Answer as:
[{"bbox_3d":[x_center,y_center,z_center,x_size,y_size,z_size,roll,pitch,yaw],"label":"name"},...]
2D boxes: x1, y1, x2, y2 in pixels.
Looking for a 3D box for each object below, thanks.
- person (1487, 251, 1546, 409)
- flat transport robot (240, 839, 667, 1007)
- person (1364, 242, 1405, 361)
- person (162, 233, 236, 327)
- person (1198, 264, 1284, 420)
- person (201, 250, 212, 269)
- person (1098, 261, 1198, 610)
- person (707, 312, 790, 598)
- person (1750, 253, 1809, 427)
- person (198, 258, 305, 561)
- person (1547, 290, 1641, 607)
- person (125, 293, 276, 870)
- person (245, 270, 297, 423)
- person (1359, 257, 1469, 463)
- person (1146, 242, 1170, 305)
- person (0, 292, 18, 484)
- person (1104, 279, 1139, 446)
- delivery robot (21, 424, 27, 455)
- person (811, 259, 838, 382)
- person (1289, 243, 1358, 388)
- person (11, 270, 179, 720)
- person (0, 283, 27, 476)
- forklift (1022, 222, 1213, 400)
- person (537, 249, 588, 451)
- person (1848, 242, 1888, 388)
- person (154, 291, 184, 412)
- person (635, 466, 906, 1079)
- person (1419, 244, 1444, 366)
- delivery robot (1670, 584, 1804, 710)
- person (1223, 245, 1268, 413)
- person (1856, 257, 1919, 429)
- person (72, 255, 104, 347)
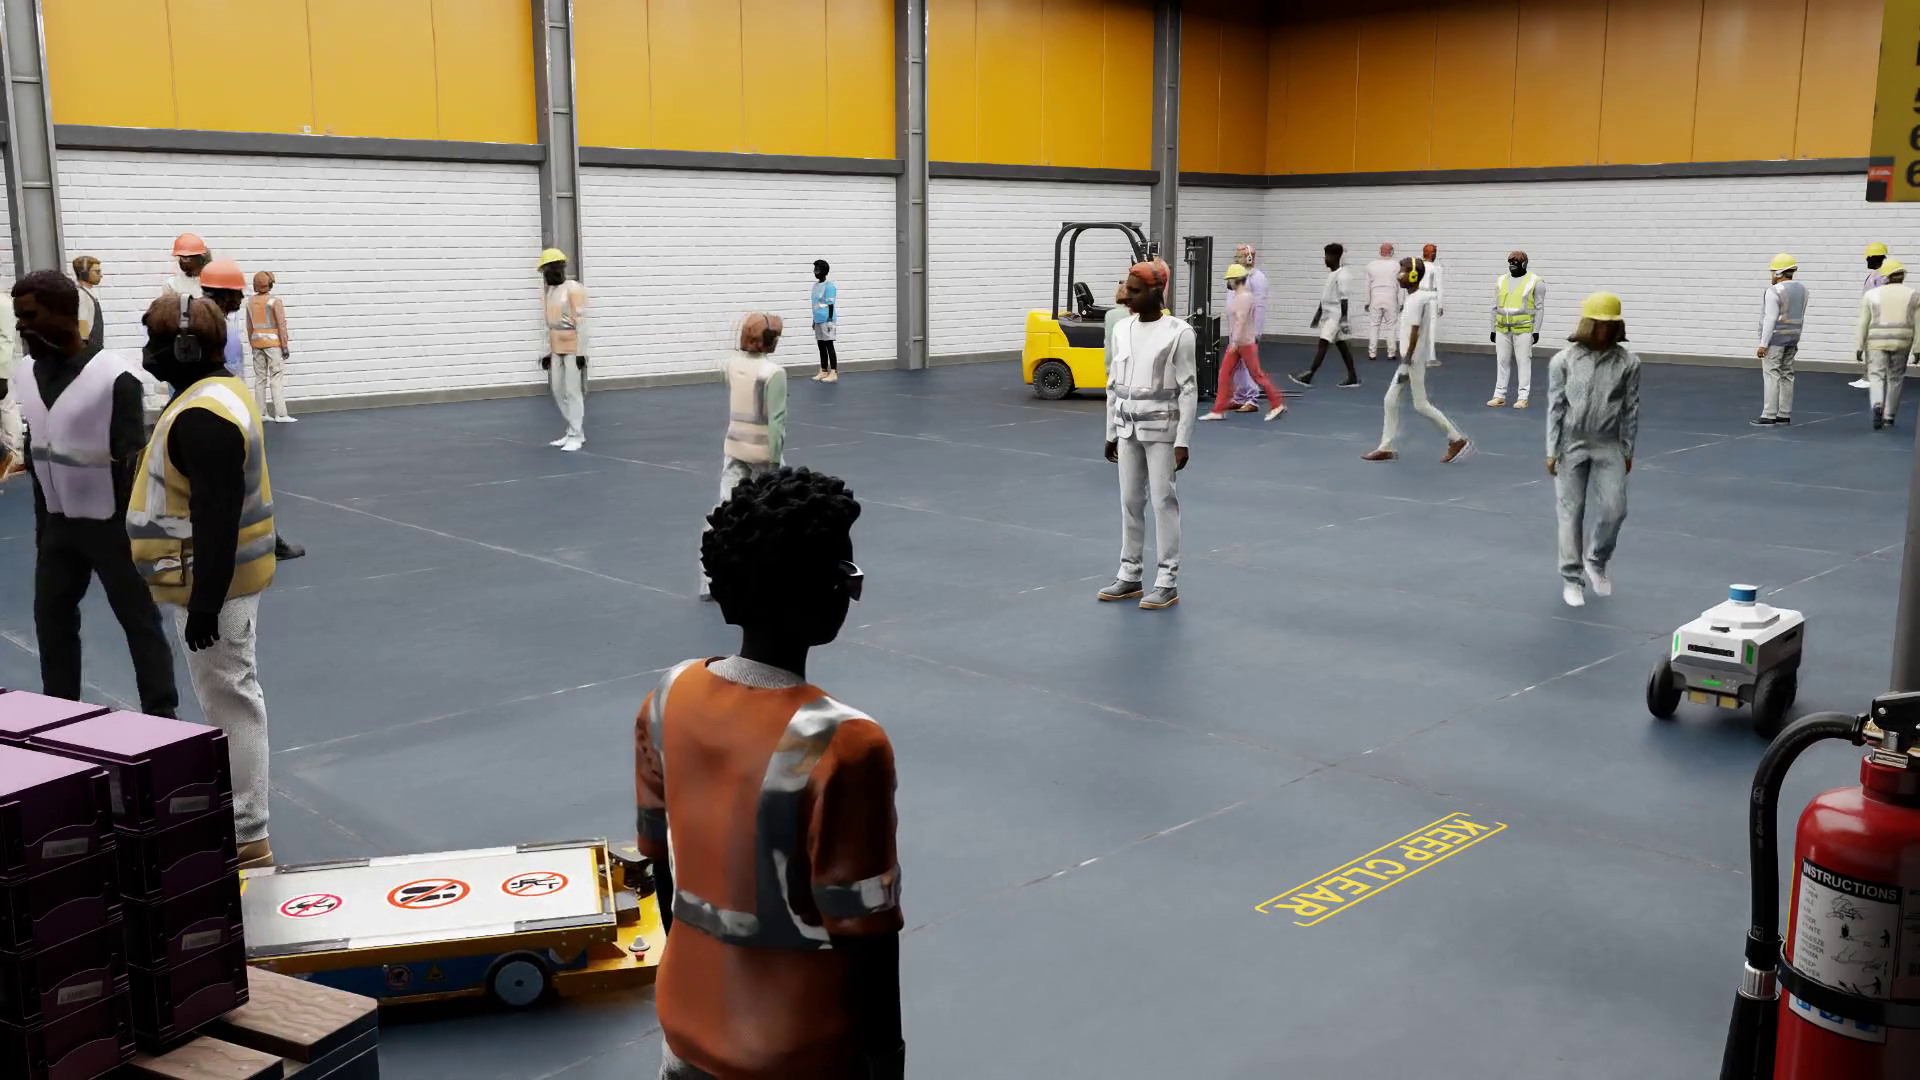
[{"bbox_3d":[6.513,-2.465,19.531,0.634,1.841,0.429,10,15,44],"label":"person"},{"bbox_3d":[-1.536,1.068,4.551,1.431,0.197,0.652,-3,11,-14],"label":"flat transport robot"},{"bbox_3d":[6.886,-3.862,26.969,0.651,1.906,0.403,5,11,24],"label":"person"},{"bbox_3d":[-6.754,-1.692,14.771,0.611,2.040,0.392,0,10,-3],"label":"person"},{"bbox_3d":[3.120,-2.151,18.166,0.934,1.717,0.529,-2,11,-11],"label":"person"},{"bbox_3d":[-7.123,-1.825,15.810,0.614,1.926,0.653,2,11,10],"label":"person"},{"bbox_3d":[1.019,-0.564,9.065,0.340,1.876,0.585,-9,14,-42],"label":"person"},{"bbox_3d":[-1.117,-0.479,9.372,0.524,1.586,0.860,9,14,41],"label":"person"},{"bbox_3d":[8.666,-2.109,17.618,0.602,1.827,0.404,-6,12,-28],"label":"person"},{"bbox_3d":[-4.537,-0.744,10.026,0.546,1.896,0.991,8,13,36],"label":"person"},{"bbox_3d":[3.444,-0.489,9.075,0.483,1.732,0.350,2,11,11],"label":"person"},{"bbox_3d":[-2.404,0.143,5.308,0.429,1.844,0.626,-4,11,-23],"label":"person"},{"bbox_3d":[-7.457,-2.075,17.941,0.521,1.645,0.306,4,11,21],"label":"person"},{"bbox_3d":[4.092,-1.592,14.787,0.888,1.841,0.519,1,10,6],"label":"person"},{"bbox_3d":[3.043,-3.779,26.508,0.407,1.912,0.641,-6,12,-31],"label":"person"},{"bbox_3d":[-7.547,-1.297,12.843,0.658,1.957,0.519,3,11,17],"label":"person"},{"bbox_3d":[1.597,-1.645,15.668,0.504,1.621,0.407,-1,10,-8],"label":"person"},{"bbox_3d":[-7.754,-0.928,14.403,0.477,0.478,0.707,5,11,24],"label":"delivery robot"},{"bbox_3d":[-1.888,-3.029,23.019,0.319,1.691,0.535,-7,12,-33],"label":"person"},{"bbox_3d":[4.886,-2.971,22.082,0.996,1.911,0.606,0,10,1],"label":"person"},{"bbox_3d":[-3.325,-0.058,6.281,0.676,1.895,0.563,4,11,21],"label":"person"},{"bbox_3d":[-8.190,-1.523,14.006,0.614,1.987,0.407,7,12,33],"label":"person"},{"bbox_3d":[1.935,-2.847,20.651,2.313,2.155,1.214,2,11,13],"label":"forklift"},{"bbox_3d":[-3.708,-1.788,15.724,0.416,1.891,0.631,-10,14,-44],"label":"person"},{"bbox_3d":[12.117,-2.979,22.093,0.361,1.929,0.587,4,11,19],"label":"person"},{"bbox_3d":[-5.546,-0.943,11.810,0.311,1.631,0.504,-4,11,-20],"label":"person"},{"bbox_3d":[-0.264,0.735,2.476,0.317,1.695,0.540,-10,14,-44],"label":"person"},{"bbox_3d":[7.265,-3.647,25.860,0.353,1.883,0.572,-9,14,-40],"label":"person"},{"bbox_3d":[3.275,0.431,6.994,0.477,0.478,0.707,9,14,41],"label":"delivery robot"},{"bbox_3d":[3.250,-2.421,19.111,0.409,1.907,0.650,-4,11,-21],"label":"person"},{"bbox_3d":[9.718,-2.049,17.383,0.606,1.800,0.799,5,11,24],"label":"person"},{"bbox_3d":[-8.022,-1.699,15.354,0.348,1.843,0.544,-5,11,-23],"label":"person"}]
